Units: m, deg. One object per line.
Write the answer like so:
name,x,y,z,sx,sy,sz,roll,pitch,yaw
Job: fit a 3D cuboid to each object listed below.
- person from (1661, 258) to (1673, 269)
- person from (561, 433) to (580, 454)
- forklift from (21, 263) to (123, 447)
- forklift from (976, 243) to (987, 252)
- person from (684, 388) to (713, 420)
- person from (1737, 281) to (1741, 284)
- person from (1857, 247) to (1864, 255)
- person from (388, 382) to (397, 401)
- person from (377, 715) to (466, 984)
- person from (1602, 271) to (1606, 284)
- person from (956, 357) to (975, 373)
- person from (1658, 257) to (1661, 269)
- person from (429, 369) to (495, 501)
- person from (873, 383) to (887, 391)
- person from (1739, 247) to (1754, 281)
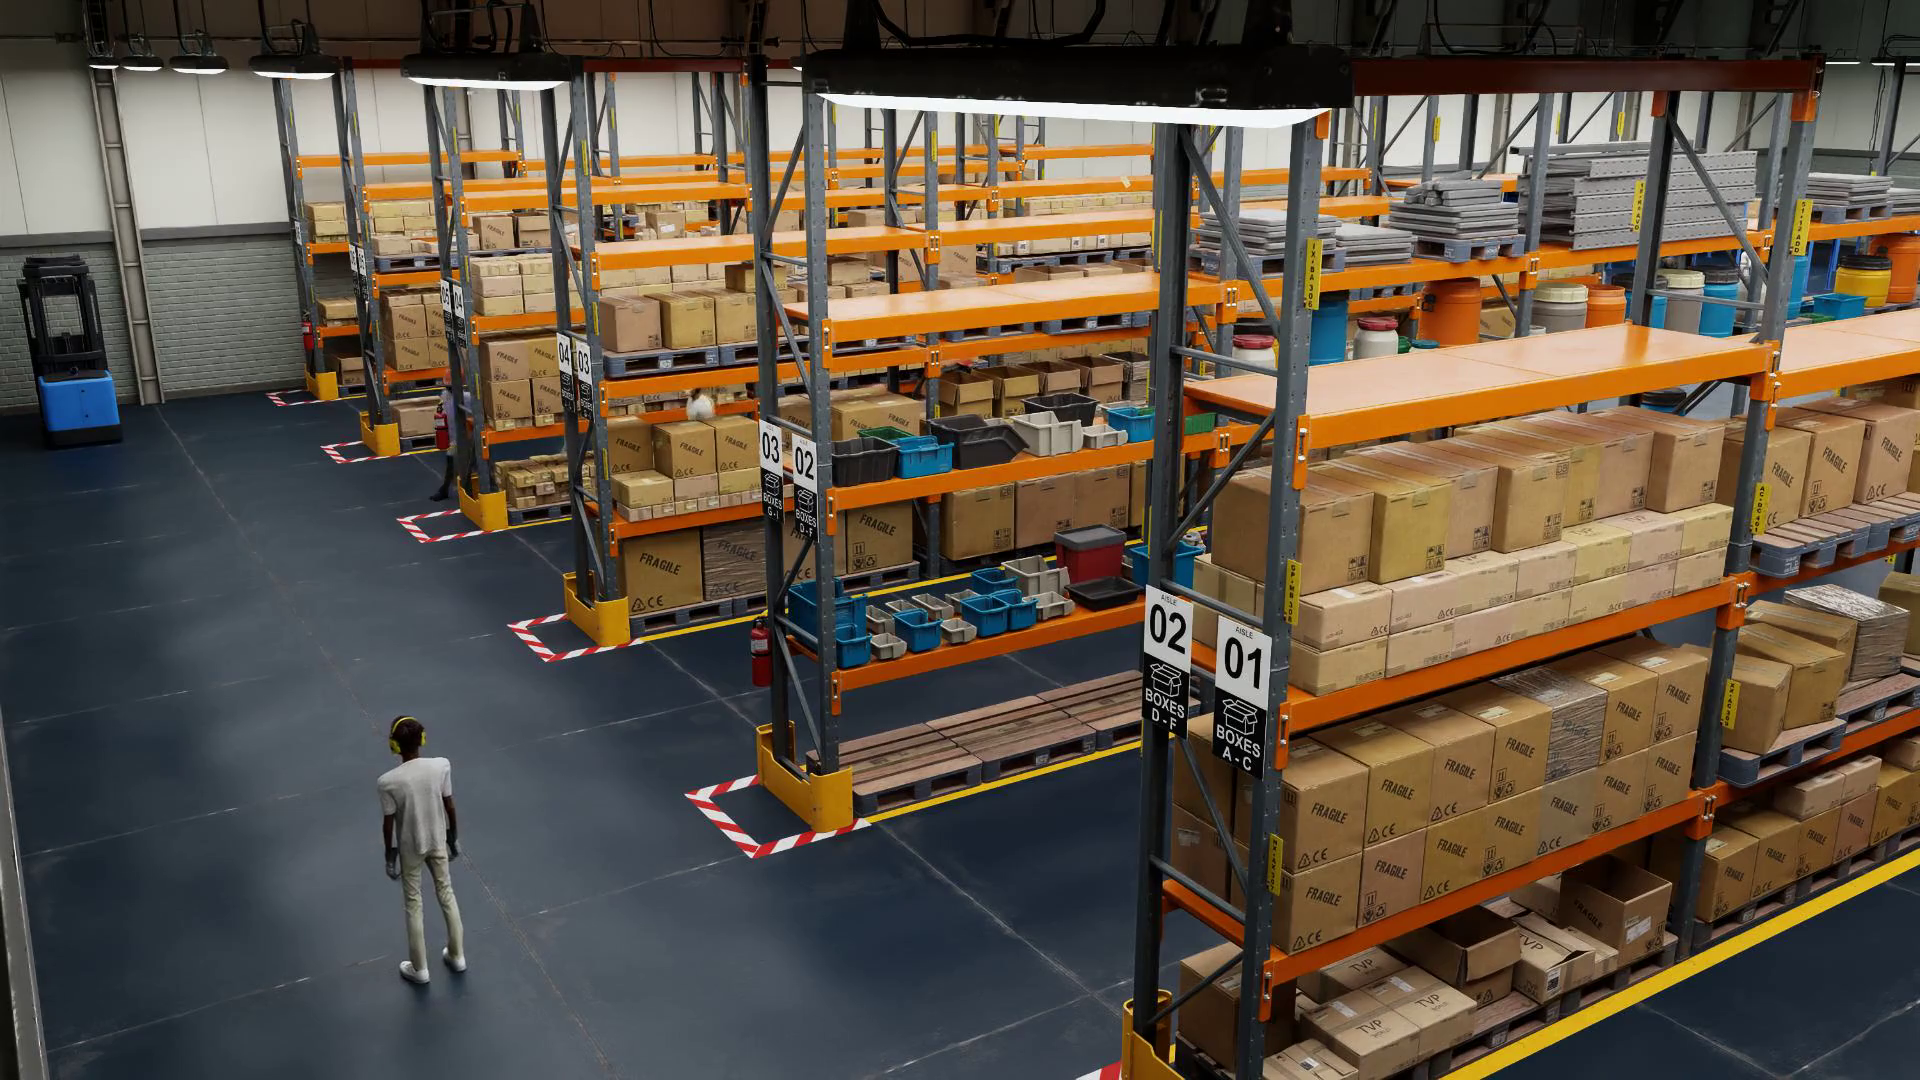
person,15.575,-5.329,34.853,0.950,1.798,0.641,1,17,4
person,-5.752,-2.140,24.250,0.966,1.886,0.598,-10,20,-30
forklift,-14.518,-3.079,25.708,1.129,2.768,1.873,-10,20,-31
forklift,0.988,-5.474,34.718,1.214,2.155,2.313,-10,20,-31
person,-3.449,-1.315,21.485,0.672,1.923,0.640,-9,19,-28
person,16.487,-4.783,32.931,0.971,1.874,0.596,-16,23,-41
person,20.719,-5.859,36.552,0.851,1.807,0.643,-2,17,-5
person,-9.471,-2.630,26.296,0.596,1.614,0.517,-12,21,-35
person,-3.587,2.049,10.544,0.509,1.861,0.315,-13,21,-37
person,14.586,-5.700,36.402,0.514,1.589,0.863,2,17,7
person,0.027,-1.802,23.086,0.435,1.912,0.540,-14,22,-39
person,19.673,-8.346,44.658,0.506,1.842,0.342,1,17,3
person,-7.067,-1.536,22.293,0.603,1.872,1.012,16,23,42
person,-1.023,-1.009,20.276,0.431,2.033,0.635,0,17,-1
person,18.908,-6.294,37.767,0.545,1.938,0.359,3,17,8
